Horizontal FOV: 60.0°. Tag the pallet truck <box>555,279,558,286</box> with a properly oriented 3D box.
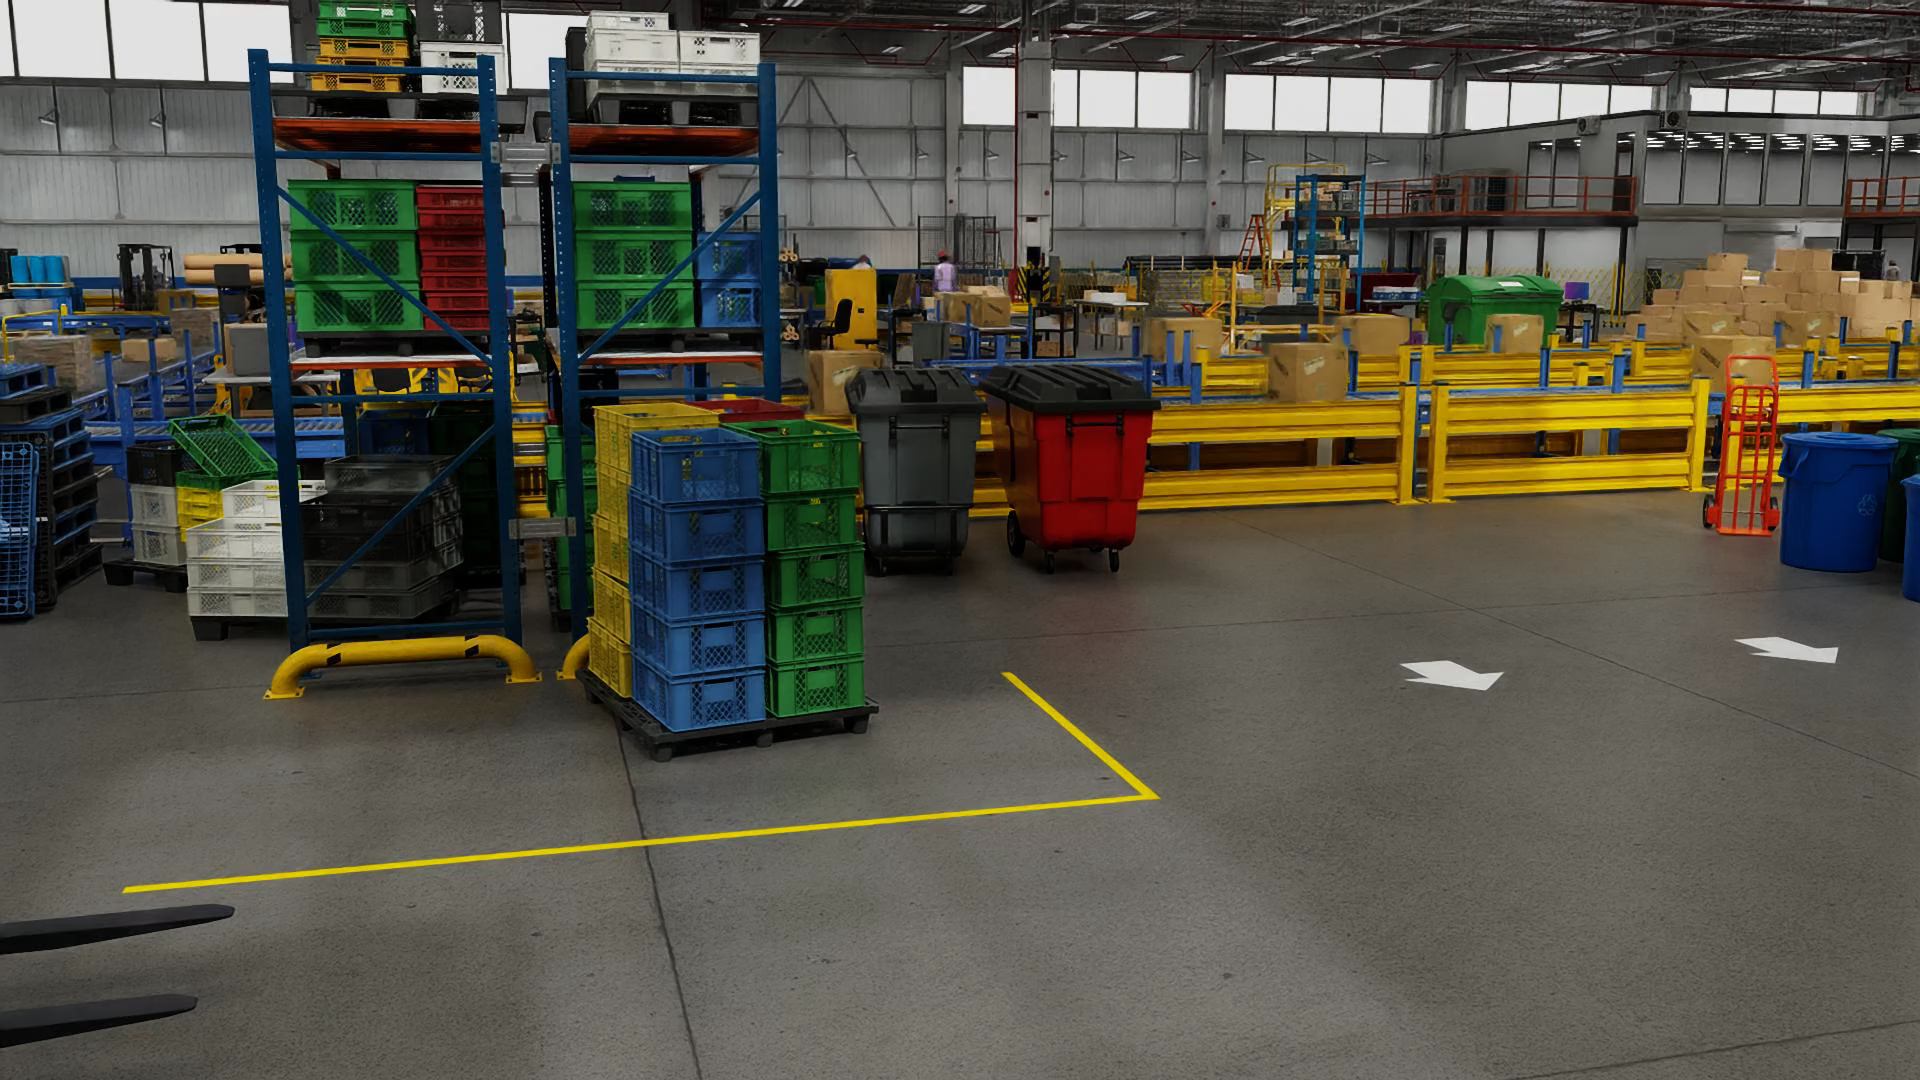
[{"bbox_3d":[-10.604,-6.375,44.520,0.653,1.274,1.630,-3,10,-15],"label":"pallet truck"}]

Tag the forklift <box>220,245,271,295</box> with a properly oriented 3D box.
[{"bbox_3d":[-17.749,-6.334,41.440,1.157,1.987,2.680,-3,10,-17],"label":"forklift"}]

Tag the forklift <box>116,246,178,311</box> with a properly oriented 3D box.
[{"bbox_3d":[-19.966,-6.232,40.894,1.157,1.987,2.680,-3,10,-15],"label":"forklift"}]

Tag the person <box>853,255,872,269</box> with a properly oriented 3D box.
[{"bbox_3d":[-2.950,-7.766,50.762,0.646,1.876,0.858,3,11,18],"label":"person"}]

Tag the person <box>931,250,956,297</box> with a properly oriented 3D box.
[{"bbox_3d":[-0.464,-6.596,43.746,0.660,2.013,0.791,-7,12,-34],"label":"person"}]
